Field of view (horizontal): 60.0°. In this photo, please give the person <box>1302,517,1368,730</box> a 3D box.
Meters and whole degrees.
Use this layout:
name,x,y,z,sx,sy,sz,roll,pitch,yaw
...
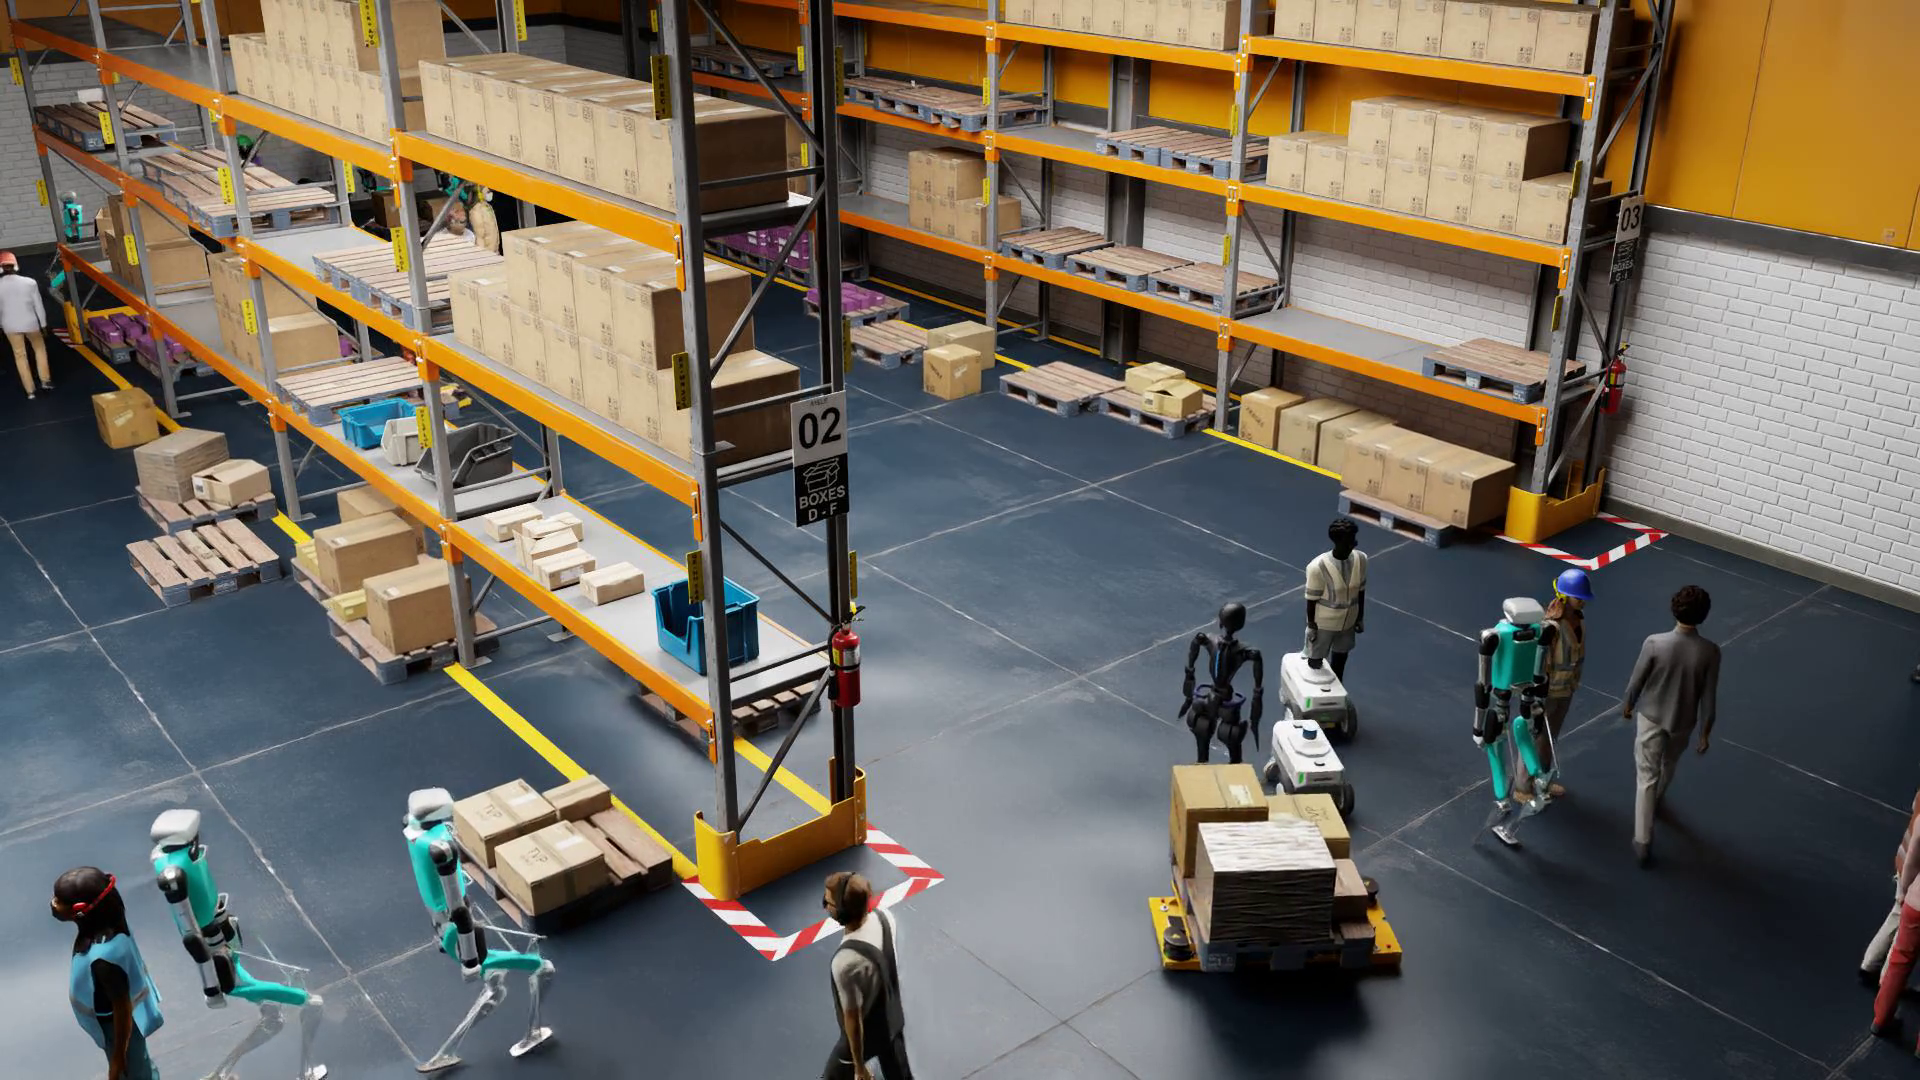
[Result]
name,x,y,z,sx,sy,sz,roll,pitch,yaw
person,2.791,0.610,12.433,0.533,1.693,0.320,-10,25,-22

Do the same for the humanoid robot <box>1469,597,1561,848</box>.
name,x,y,z,sx,sy,sz,roll,pitch,yaw
humanoid robot,3.662,1.300,10.817,0.537,1.822,0.659,-7,24,-15

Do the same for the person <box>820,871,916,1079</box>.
name,x,y,z,sx,sy,sz,roll,pitch,yaw
person,-0.514,2.387,8.197,0.990,1.788,0.512,14,27,28

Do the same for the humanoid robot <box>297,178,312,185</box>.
name,x,y,z,sx,sy,sz,roll,pitch,yaw
humanoid robot,-9.318,-4.409,24.092,0.429,1.639,0.612,2,23,5

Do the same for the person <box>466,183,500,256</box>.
name,x,y,z,sx,sy,sz,roll,pitch,yaw
person,-6.497,-3.960,22.791,0.409,1.877,0.559,2,23,6

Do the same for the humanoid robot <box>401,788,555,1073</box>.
name,x,y,z,sx,sy,sz,roll,pitch,yaw
humanoid robot,-2.546,2.074,8.997,0.944,1.767,0.553,-16,28,-33

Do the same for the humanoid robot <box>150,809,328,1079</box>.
name,x,y,z,sx,sy,sz,roll,pitch,yaw
humanoid robot,-3.714,2.182,8.766,0.927,1.773,0.557,-7,24,-15

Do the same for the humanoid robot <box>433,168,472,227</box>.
name,x,y,z,sx,sy,sz,roll,pitch,yaw
humanoid robot,-8.242,-5.859,27.431,0.886,1.834,0.558,13,27,27

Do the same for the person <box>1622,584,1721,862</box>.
name,x,y,z,sx,sy,sz,roll,pitch,yaw
person,4.681,1.147,11.011,0.527,1.844,0.997,5,24,12

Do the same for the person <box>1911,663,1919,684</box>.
name,x,y,z,sx,sy,sz,roll,pitch,yaw
person,7.804,0.265,12.951,0.547,1.924,0.385,14,27,29

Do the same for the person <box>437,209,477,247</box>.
name,x,y,z,sx,sy,sz,roll,pitch,yaw
person,-6.385,-3.288,21.232,0.462,1.887,0.660,20,30,38

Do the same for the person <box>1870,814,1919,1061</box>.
name,x,y,z,sx,sy,sz,roll,pitch,yaw
person,5.378,2.027,9.073,0.341,1.756,0.516,-17,29,-35

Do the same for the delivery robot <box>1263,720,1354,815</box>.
name,x,y,z,sx,sy,sz,roll,pitch,yaw
delivery robot,2.423,1.585,11.623,0.521,0.604,0.775,-2,23,-5

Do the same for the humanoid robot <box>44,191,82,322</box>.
name,x,y,z,sx,sy,sz,roll,pitch,yaw
humanoid robot,-12.242,-3.824,22.662,0.739,1.787,0.544,-13,27,-28

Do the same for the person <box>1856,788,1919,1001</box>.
name,x,y,z,sx,sy,sz,roll,pitch,yaw
person,5.487,1.899,9.480,0.378,1.675,0.453,2,23,5

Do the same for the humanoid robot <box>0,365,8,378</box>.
name,x,y,z,sx,sy,sz,roll,pitch,yaw
humanoid robot,-11.974,-2.666,20.102,0.614,1.637,0.758,-6,24,-13

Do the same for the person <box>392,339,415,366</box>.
name,x,y,z,sx,sy,sz,roll,pitch,yaw
person,-6.437,-2.481,19.511,0.506,1.746,0.624,-4,24,-10

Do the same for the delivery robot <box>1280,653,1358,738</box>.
name,x,y,z,sx,sy,sz,roll,pitch,yaw
delivery robot,2.681,1.148,12.614,0.499,0.587,0.777,-2,23,-5

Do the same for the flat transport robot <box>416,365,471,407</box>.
name,x,y,z,sx,sy,sz,roll,pitch,yaw
flat transport robot,-6.466,-1.781,19.767,0.659,0.231,1.431,-21,31,-39

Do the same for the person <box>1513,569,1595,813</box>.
name,x,y,z,sx,sy,sz,roll,pitch,yaw
person,4.096,1.010,11.399,0.484,1.777,0.313,-21,31,-40

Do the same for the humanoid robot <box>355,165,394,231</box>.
name,x,y,z,sx,sy,sz,roll,pitch,yaw
humanoid robot,-9.622,-5.908,27.492,1.022,1.737,0.533,-14,27,-30

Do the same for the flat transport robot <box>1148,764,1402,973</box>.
name,x,y,z,sx,sy,sz,roll,pitch,yaw
flat transport robot,1.916,2.350,10.202,1.431,0.231,0.659,-1,23,-3

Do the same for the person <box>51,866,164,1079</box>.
name,x,y,z,sx,sy,sz,roll,pitch,yaw
person,-4.085,2.387,8.101,0.389,1.866,0.528,-12,26,-26

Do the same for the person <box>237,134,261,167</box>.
name,x,y,z,sx,sy,sz,roll,pitch,yaw
person,-11.042,-5.441,26.165,0.649,1.911,0.551,-14,27,-29

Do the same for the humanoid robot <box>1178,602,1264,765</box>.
name,x,y,z,sx,sy,sz,roll,pitch,yaw
humanoid robot,1.766,1.143,11.228,0.609,1.650,0.480,14,27,29

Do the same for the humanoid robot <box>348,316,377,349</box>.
name,x,y,z,sx,sy,sz,roll,pitch,yaw
humanoid robot,-7.856,-3.270,21.513,0.790,1.635,0.591,14,27,30

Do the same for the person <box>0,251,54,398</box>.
name,x,y,z,sx,sy,sz,roll,pitch,yaw
person,-11.156,-2.581,19.772,0.568,1.725,0.607,-10,25,-22

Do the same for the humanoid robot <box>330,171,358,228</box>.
name,x,y,z,sx,sy,sz,roll,pitch,yaw
humanoid robot,-10.274,-5.965,27.676,0.326,1.644,0.610,-14,27,-29
